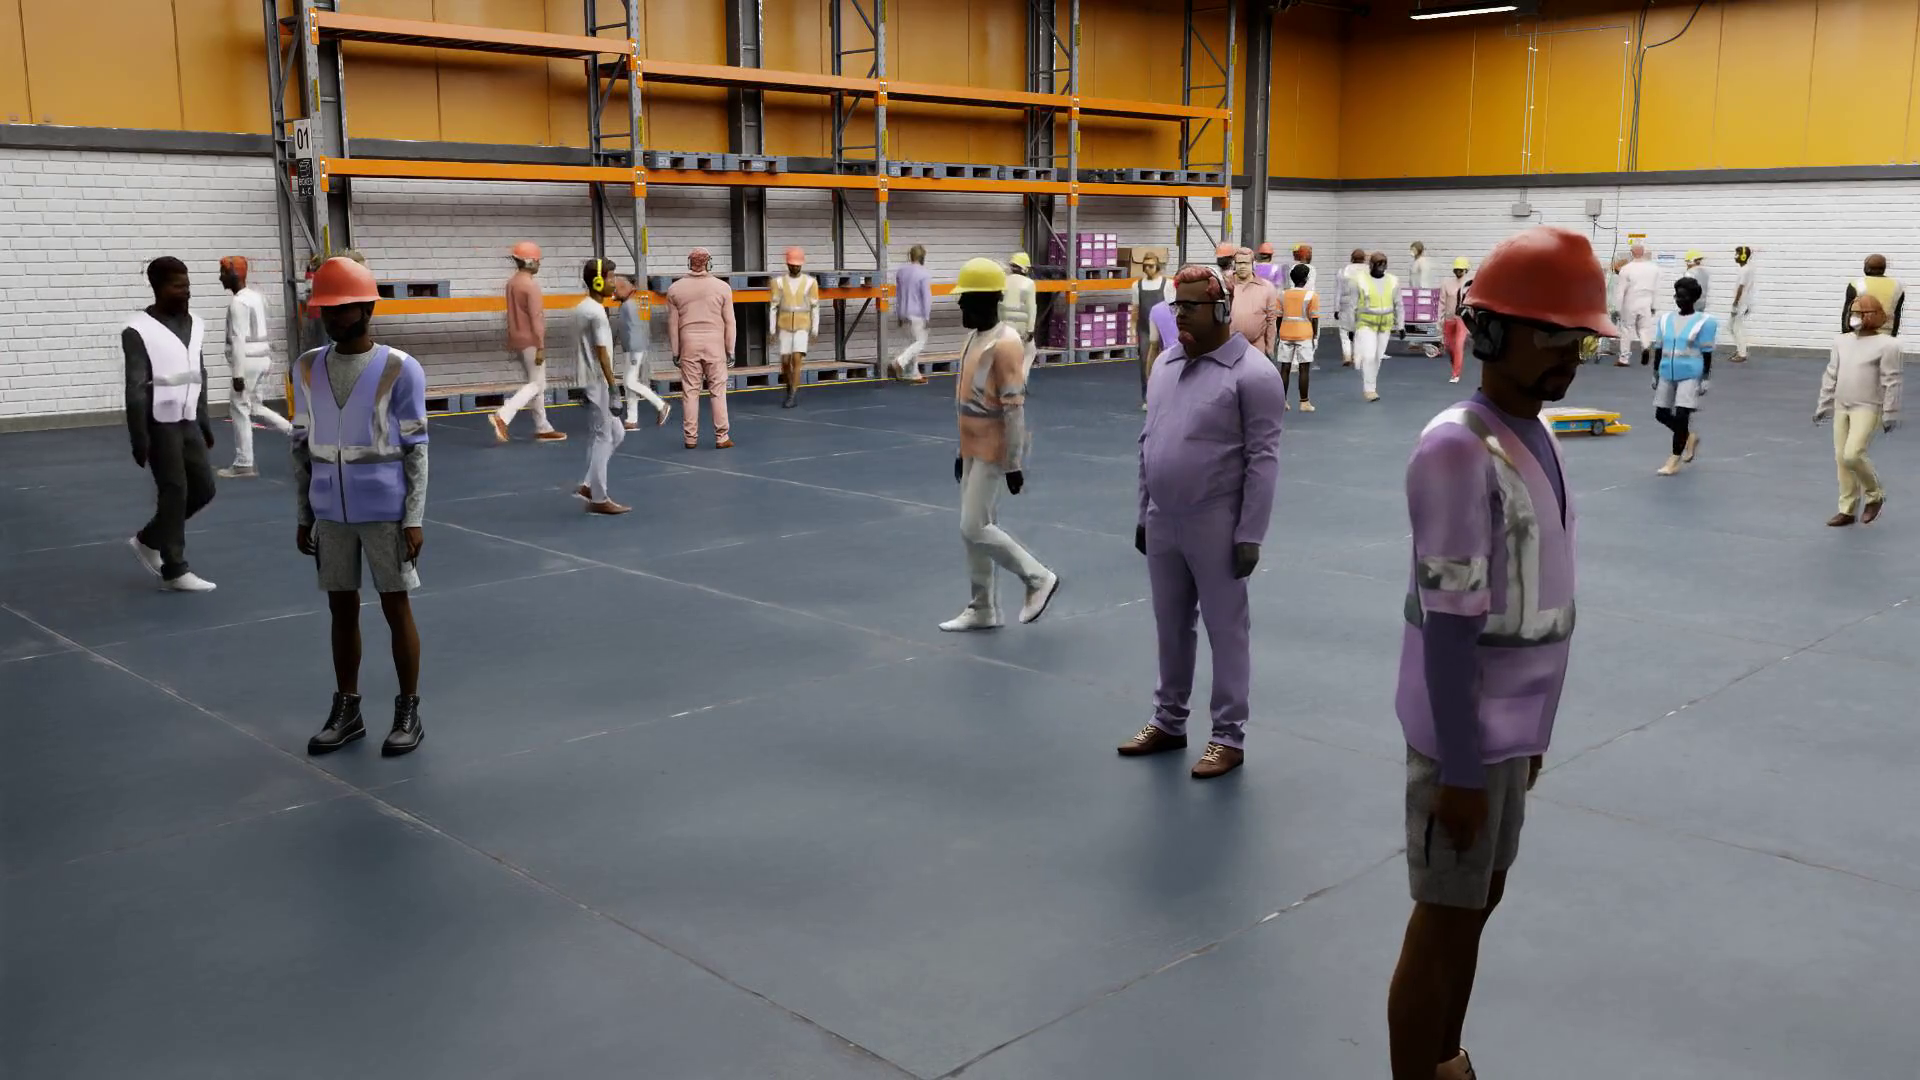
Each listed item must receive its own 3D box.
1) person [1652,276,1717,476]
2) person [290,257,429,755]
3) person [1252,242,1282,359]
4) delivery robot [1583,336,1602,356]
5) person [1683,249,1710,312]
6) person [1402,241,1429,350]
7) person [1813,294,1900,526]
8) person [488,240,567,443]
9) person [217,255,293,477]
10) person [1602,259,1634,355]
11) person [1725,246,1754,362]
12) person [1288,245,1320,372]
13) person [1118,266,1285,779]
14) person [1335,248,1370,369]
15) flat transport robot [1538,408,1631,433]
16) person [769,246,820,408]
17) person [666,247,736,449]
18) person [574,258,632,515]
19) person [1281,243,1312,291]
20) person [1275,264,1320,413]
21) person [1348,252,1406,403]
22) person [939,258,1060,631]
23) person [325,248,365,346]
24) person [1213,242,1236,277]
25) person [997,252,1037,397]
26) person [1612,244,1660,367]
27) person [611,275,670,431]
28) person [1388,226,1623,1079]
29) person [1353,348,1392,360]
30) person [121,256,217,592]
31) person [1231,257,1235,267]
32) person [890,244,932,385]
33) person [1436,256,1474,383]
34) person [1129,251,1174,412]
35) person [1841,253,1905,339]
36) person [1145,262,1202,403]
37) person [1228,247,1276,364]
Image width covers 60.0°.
[{"bbox_3d":[6.150,-1.394,14.105,0.602,1.678,0.544,-7,13,-35],"label":"person"},{"bbox_3d":[-2.339,-0.120,6.481,0.545,1.938,0.355,1,10,6],"label":"person"},{"bbox_3d":[4.754,-3.699,26.046,0.550,1.921,0.569,6,12,29],"label":"person"},{"bbox_3d":[9.861,-3.132,26.424,0.477,0.478,0.707,-3,11,-15],"label":"delivery robot"},{"bbox_3d":[11.581,-3.661,26.184,0.631,1.799,0.603,-7,13,-35],"label":"person"},{"bbox_3d":[8.045,-4.290,29.277,0.452,1.926,0.628,0,10,1],"label":"person"},{"bbox_3d":[6.176,-0.883,11.509,0.343,1.622,0.505,-3,11,-18],"label":"person"},{"bbox_3d":[-4.224,-1.905,16.118,0.805,1.973,0.642,-8,13,-37],"label":"person"},{"bbox_3d":[-5.900,-1.455,13.983,0.699,1.866,0.581,-2,10,-8],"label":"person"},{"bbox_3d":[11.175,-3.908,28.008,0.656,1.604,0.516,5,12,27],"label":"person"},{"bbox_3d":[12.453,-3.763,26.587,0.440,1.851,0.549,6,12,31],"label":"person"},{"bbox_3d":[5.139,-3.430,24.694,0.632,1.867,0.591,-6,12,-30],"label":"person"},{"bbox_3d":[0.892,-0.068,6.284,0.409,1.909,0.640,-9,13,-39],"label":"person"},{"bbox_3d":[6.011,-3.509,25.269,0.651,1.823,0.466,1,10,6],"label":"person"},{"bbox_3d":[6.048,-1.213,16.990,1.431,0.197,0.652,-3,11,-18],"label":"flat transport robot"},{"bbox_3d":[-1.964,-2.516,19.659,0.612,1.892,0.655,0,10,2],"label":"person"},{"bbox_3d":[-2.433,-1.809,15.774,0.642,1.909,0.410,0,10,0],"label":"person"},{"bbox_3d":[-2.572,-1.091,11.987,0.379,1.856,0.569,-4,11,-23],"label":"person"},{"bbox_3d":[5.745,-4.148,28.558,0.601,1.897,0.723,6,12,30],"label":"person"},{"bbox_3d":[3.861,-2.306,19.056,0.538,1.695,0.320,7,13,35],"label":"person"},{"bbox_3d":[5.076,-2.564,20.149,0.648,1.802,0.885,-2,11,-8],"label":"person"},{"bbox_3d":[0.176,-0.467,8.441,0.506,1.910,0.593,-3,11,-14],"label":"person"},{"bbox_3d":[-4.832,-1.341,13.173,0.475,1.923,0.644,-3,11,-16],"label":"person"},{"bbox_3d":[3.561,-3.008,22.260,0.467,1.924,0.542,-6,12,-31],"label":"person"},{"bbox_3d":[0.704,-2.657,20.649,0.600,1.811,0.428,5,12,26],"label":"person"},{"bbox_3d":[10.373,-3.583,25.501,0.689,1.889,0.560,-1,10,-6],"label":"person"},{"bbox_3d":[-3.352,-1.934,17.251,0.526,1.605,0.552,-4,11,-20],"label":"person"},{"bbox_3d":[1.113,0.386,3.448,0.395,2.039,0.606,6,12,31],"label":"person"},{"bbox_3d":[6.685,-3.697,26.875,0.723,1.603,0.535,9,14,42],"label":"person"},{"bbox_3d":[-4.521,-0.648,9.432,0.529,1.907,0.631,2,11,10],"label":"person"},{"bbox_3d":[4.521,-3.796,27.087,0.482,1.725,0.379,5,11,24],"label":"person"},{"bbox_3d":[-0.671,-3.004,22.280,0.687,1.916,0.636,-10,15,-44],"label":"person"},{"bbox_3d":[6.901,-3.057,23.033,0.527,1.742,0.725,6,12,31],"label":"person"},{"bbox_3d":[2.211,-2.390,19.138,0.549,1.835,0.424,4,11,19],"label":"person"},{"bbox_3d":[9.925,-2.213,18.199,0.650,1.822,0.517,0,10,2],"label":"person"},{"bbox_3d":[1.697,-1.178,12.566,0.598,1.822,0.521,2,11,9],"label":"person"},{"bbox_3d":[2.683,-1.821,15.843,0.655,1.904,0.407,1,10,4],"label":"person"}]
